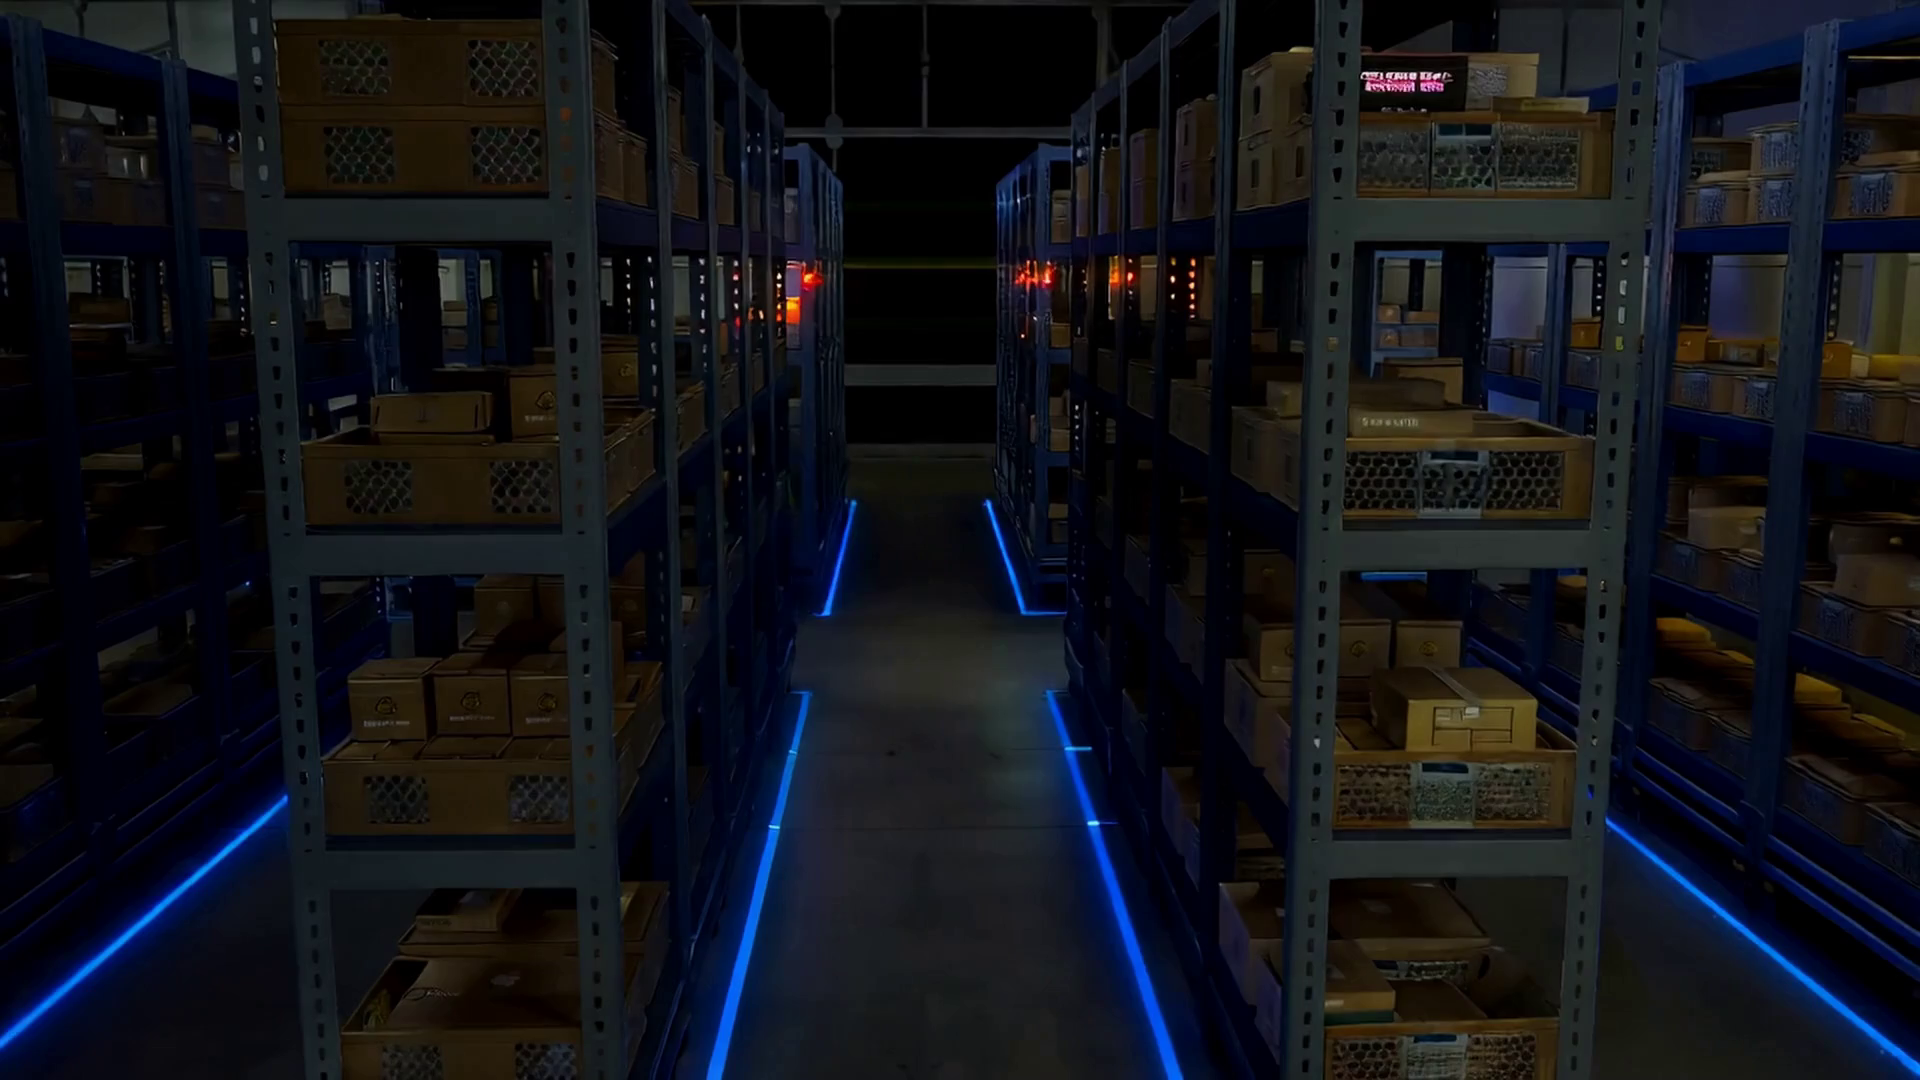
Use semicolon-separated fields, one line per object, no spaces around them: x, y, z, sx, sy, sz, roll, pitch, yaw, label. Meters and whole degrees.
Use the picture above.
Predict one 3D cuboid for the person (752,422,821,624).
-1.375;-0.197;12.065;0.579;1.821;0.601;0;9;-3;person
